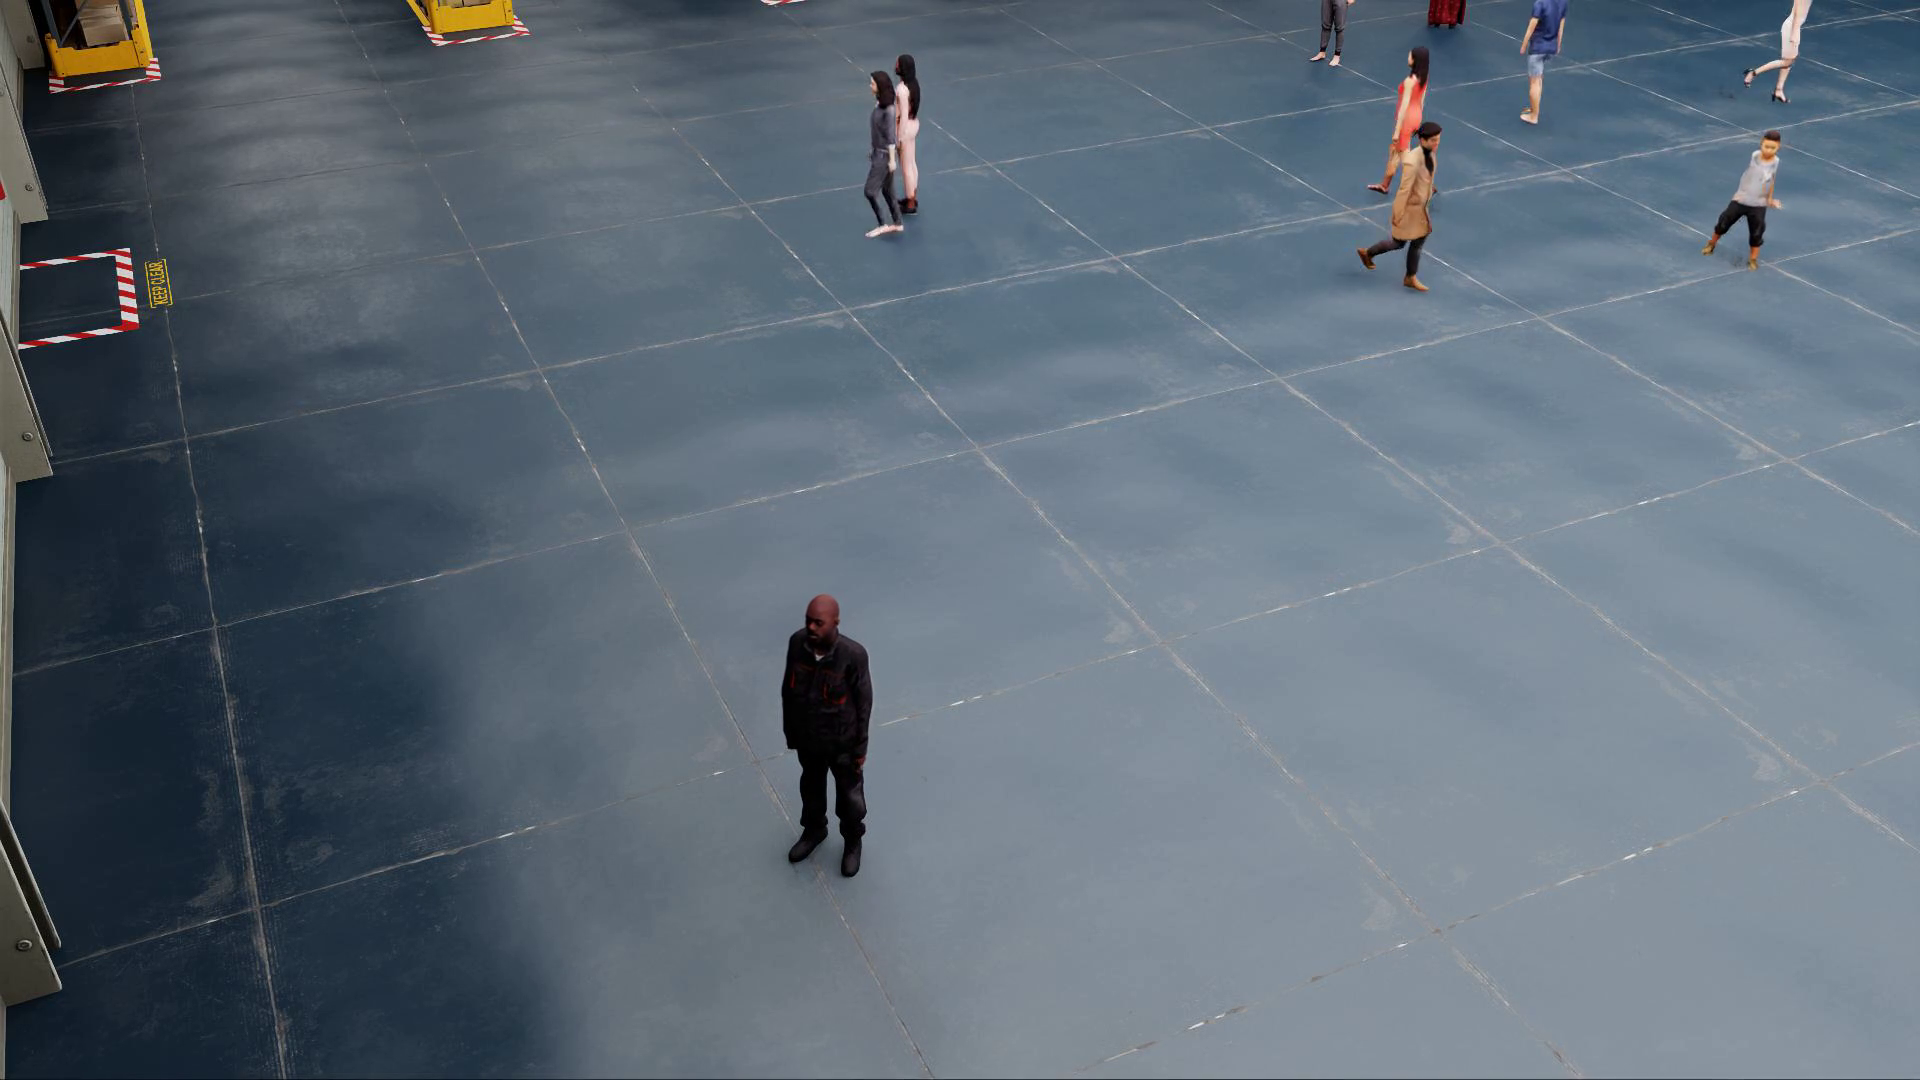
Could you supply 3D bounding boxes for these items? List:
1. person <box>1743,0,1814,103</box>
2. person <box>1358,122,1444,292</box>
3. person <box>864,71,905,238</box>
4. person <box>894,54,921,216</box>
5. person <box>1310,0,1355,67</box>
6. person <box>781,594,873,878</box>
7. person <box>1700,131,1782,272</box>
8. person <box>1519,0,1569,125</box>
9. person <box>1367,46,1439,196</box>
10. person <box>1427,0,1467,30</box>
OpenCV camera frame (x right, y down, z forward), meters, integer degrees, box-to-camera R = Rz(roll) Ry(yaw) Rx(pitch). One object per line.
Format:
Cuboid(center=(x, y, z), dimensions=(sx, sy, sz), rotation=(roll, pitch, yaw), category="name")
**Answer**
Cuboid(center=(10.370, -6.413, 20.931), dimensions=(0.961, 1.816, 0.841), rotation=(19, 37, 26), category="person")
Cuboid(center=(4.325, -3.279, 16.222), dimensions=(1.110, 1.696, 0.921), rotation=(25, 41, 33), category="person")
Cuboid(center=(-0.690, -3.996, 17.283), dimensions=(0.748, 1.741, 0.665), rotation=(-8, 34, -12), category="person")
Cuboid(center=(-0.575, -4.361, 17.863), dimensions=(0.762, 1.722, 0.663), rotation=(5, 33, 8), category="person")
Cuboid(center=(5.070, -7.360, 22.362), dimensions=(0.627, 1.844, 0.817), rotation=(27, 42, 35), category="person")
Cuboid(center=(-0.742, 1.064, 9.426), dimensions=(0.788, 1.825, 0.844), rotation=(11, 34, 16), category="person")
Cuboid(center=(8.020, -3.479, 16.766), dimensions=(0.877, 1.439, 0.967), rotation=(15, 36, 22), category="person")
Cuboid(center=(7.143, -5.965, 20.225), dimensions=(0.633, 1.835, 0.609), rotation=(-15, 36, -21), category="person")
Cuboid(center=(4.934, -4.484, 18.078), dimensions=(1.154, 1.692, 0.895), rotation=(24, 40, 32), category="person")
Cuboid(center=(7.069, -8.185, 23.824), dimensions=(0.765, 1.633, 0.841), rotation=(14, 36, 20), category="person")
